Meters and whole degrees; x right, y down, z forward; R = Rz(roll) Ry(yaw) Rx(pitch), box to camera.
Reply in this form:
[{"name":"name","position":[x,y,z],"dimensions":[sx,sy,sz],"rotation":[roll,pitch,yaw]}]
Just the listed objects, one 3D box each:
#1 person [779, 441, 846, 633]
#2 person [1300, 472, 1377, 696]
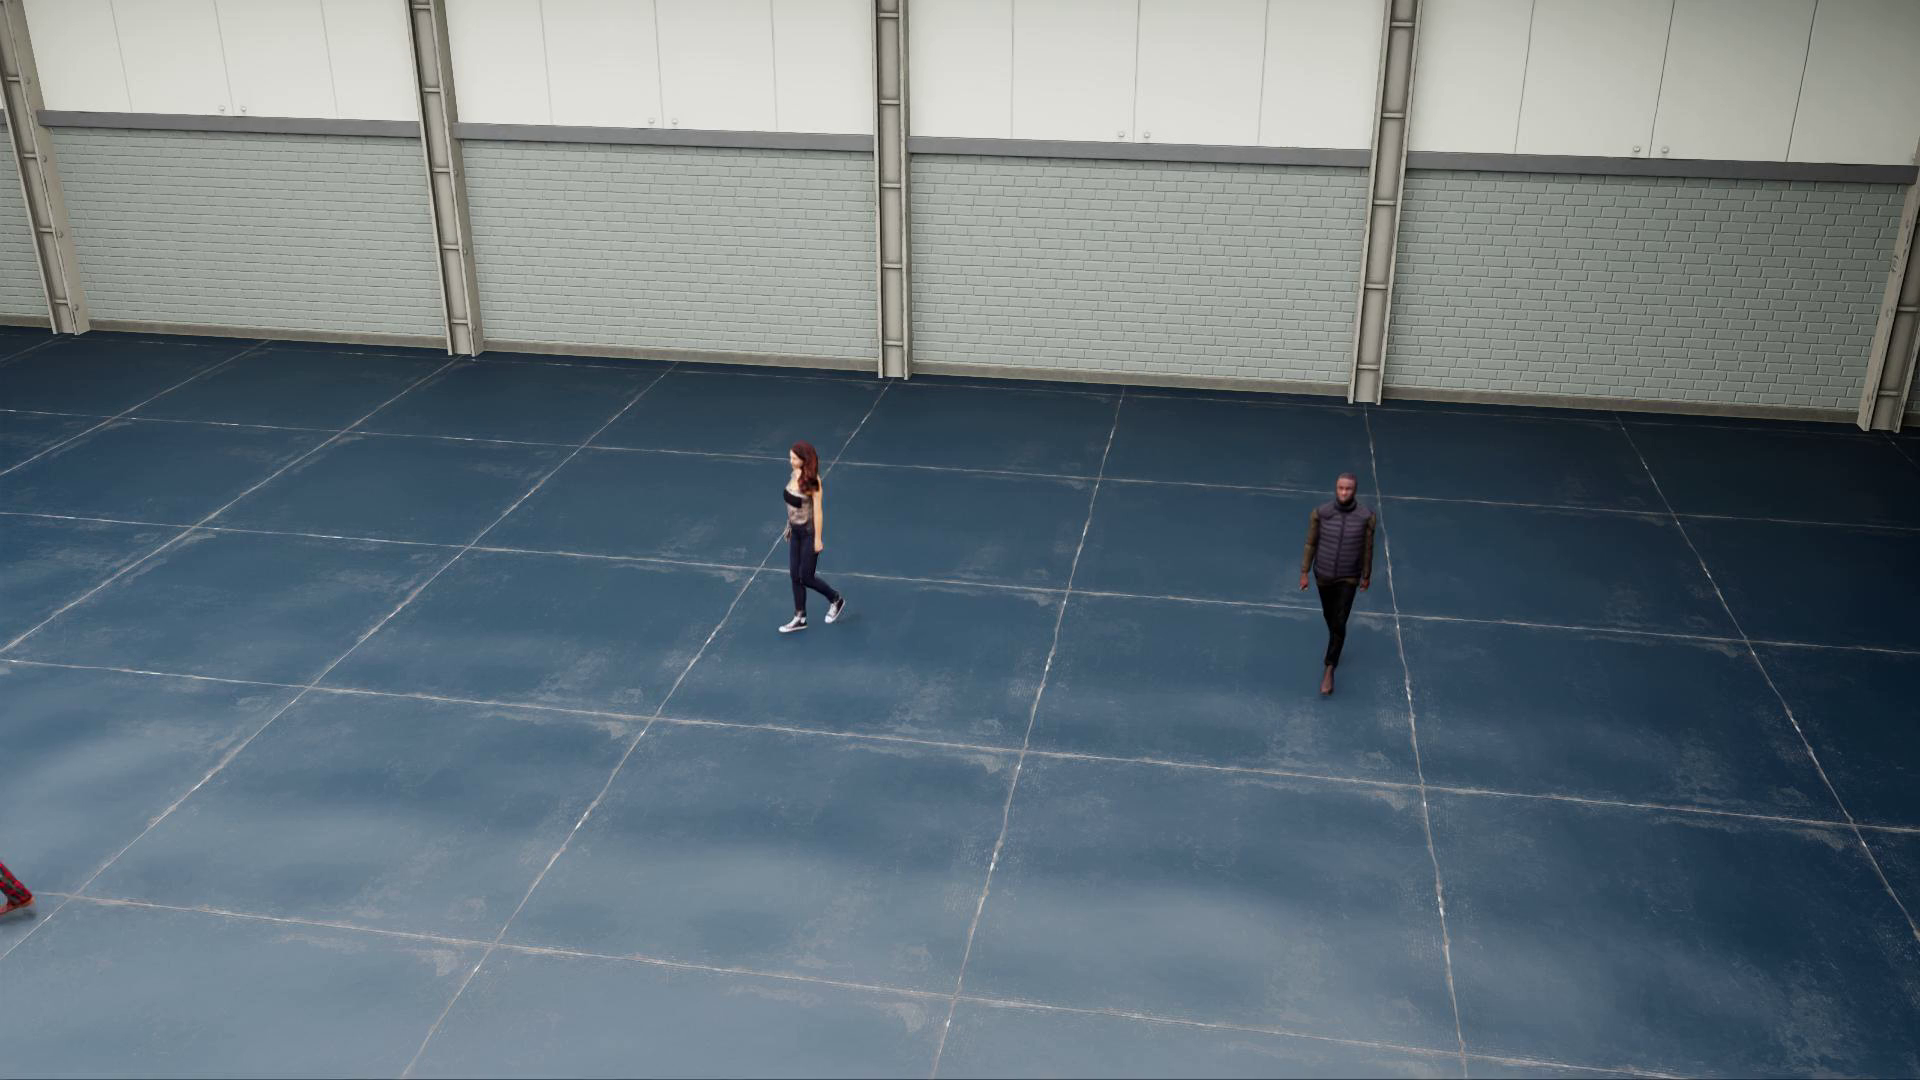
[{"name":"person","position":[-1.297,-0.037,14.546],"dimensions":[0.951,1.761,0.881],"rotation":[-14,27,-29]},{"name":"person","position":[3.136,0.278,13.769],"dimensions":[1.192,1.789,0.927],"rotation":[9,25,19]}]
